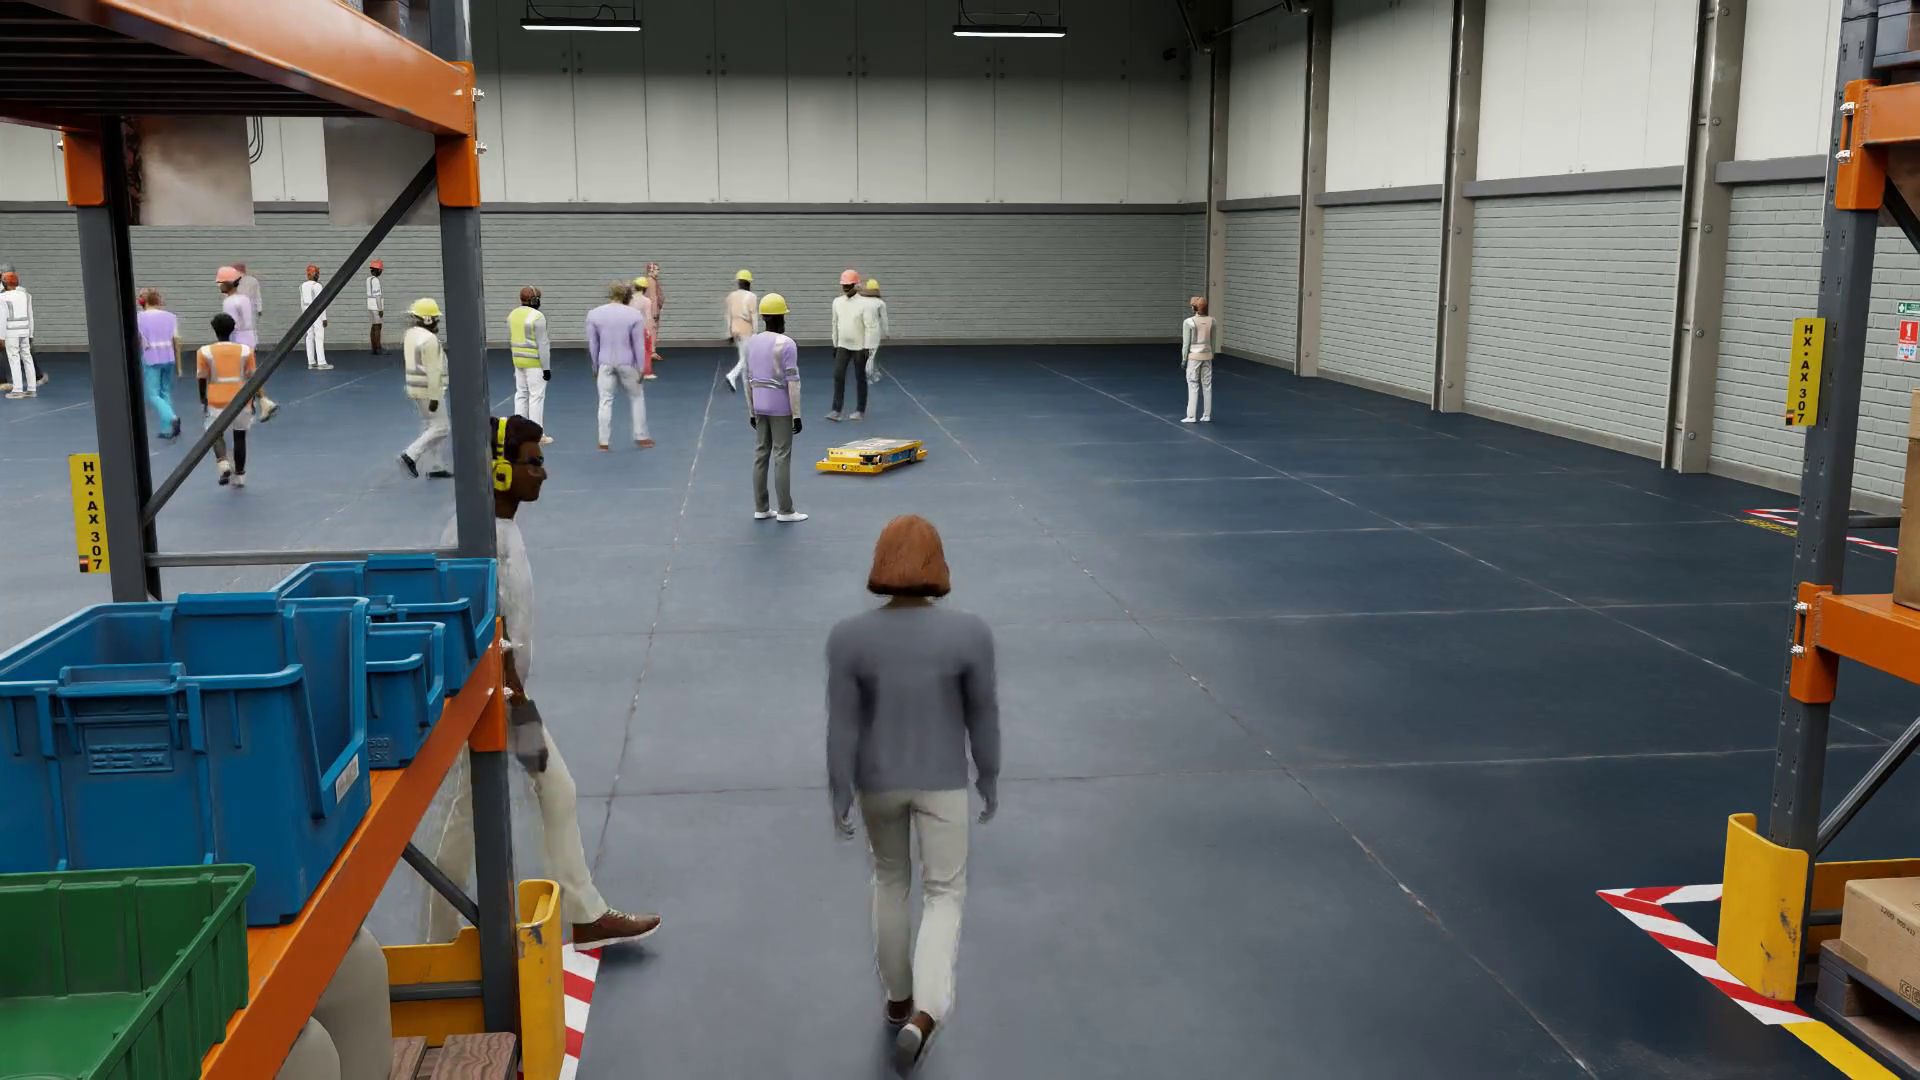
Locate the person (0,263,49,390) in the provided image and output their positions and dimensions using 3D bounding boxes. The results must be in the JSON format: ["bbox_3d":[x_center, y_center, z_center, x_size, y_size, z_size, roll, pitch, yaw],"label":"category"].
[{"bbox_3d":[-15.019,-3.418,26.412,0.707,2.000,0.989,1,10,3],"label":"person"}]

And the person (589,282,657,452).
[{"bbox_3d":[-3.815,-1.939,18.743,0.700,1.903,0.628,0,10,1],"label":"person"}]

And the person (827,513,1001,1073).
[{"bbox_3d":[-0.139,0.735,4.838,0.516,1.604,0.708,1,10,5],"label":"person"}]

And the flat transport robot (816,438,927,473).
[{"bbox_3d":[-0.912,-0.901,17.468,0.652,0.197,1.431,4,11,21],"label":"flat transport robot"}]

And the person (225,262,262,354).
[{"bbox_3d":[-14.429,-4.641,33.506,0.670,1.892,0.452,-6,12,-31],"label":"person"}]

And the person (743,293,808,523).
[{"bbox_3d":[-1.568,-1.110,14.063,0.588,1.930,0.362,7,13,35],"label":"person"}]

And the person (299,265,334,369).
[{"bbox_3d":[-11.744,-4.049,30.296,0.574,1.886,0.356,6,12,30],"label":"person"}]

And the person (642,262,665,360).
[{"bbox_3d":[-5.989,-4.461,32.497,0.403,1.906,0.651,-4,11,-23],"label":"person"}]

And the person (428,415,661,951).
[{"bbox_3d":[-1.381,0.520,5.386,0.880,1.830,0.541,-1,10,-6],"label":"person"}]

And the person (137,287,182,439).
[{"bbox_3d":[-9.435,-2.068,19.619,0.657,1.814,0.590,8,13,36],"label":"person"}]

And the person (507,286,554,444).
[{"bbox_3d":[-4.976,-2.030,19.374,0.626,1.837,0.430,8,13,38],"label":"person"}]

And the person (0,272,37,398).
[{"bbox_3d":[-14.108,-3.056,24.853,0.342,1.882,0.587,4,11,19],"label":"person"}]

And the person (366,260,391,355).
[{"bbox_3d":[-11.891,-4.736,33.945,0.367,1.930,0.542,-8,13,-36],"label":"person"}]

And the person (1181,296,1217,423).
[{"bbox_3d":[3.090,-2.327,21.517,0.514,1.645,0.307,-5,12,-28],"label":"person"}]

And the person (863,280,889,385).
[{"bbox_3d":[-1.422,-3.416,27.337,0.506,1.686,0.919,4,11,20],"label":"person"}]

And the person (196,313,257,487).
[{"bbox_3d":[-6.983,-1.322,15.893,0.539,1.683,0.401,-6,12,-28],"label":"person"}]

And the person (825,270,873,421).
[{"bbox_3d":[-1.463,-2.509,21.627,0.653,1.960,0.889,5,11,23],"label":"person"}]

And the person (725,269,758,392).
[{"bbox_3d":[-3.392,-3.239,25.797,0.602,1.906,0.748,9,13,39],"label":"person"}]

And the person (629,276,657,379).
[{"bbox_3d":[-5.431,-3.558,27.991,0.529,1.741,0.702,5,11,24],"label":"person"}]

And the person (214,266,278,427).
[{"bbox_3d":[-9.088,-2.434,21.031,0.564,2.030,0.639,0,10,-1],"label":"person"}]

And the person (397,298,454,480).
[{"bbox_3d":[-5.263,-1.461,16.309,0.563,1.817,0.598,-9,13,-40],"label":"person"}]
